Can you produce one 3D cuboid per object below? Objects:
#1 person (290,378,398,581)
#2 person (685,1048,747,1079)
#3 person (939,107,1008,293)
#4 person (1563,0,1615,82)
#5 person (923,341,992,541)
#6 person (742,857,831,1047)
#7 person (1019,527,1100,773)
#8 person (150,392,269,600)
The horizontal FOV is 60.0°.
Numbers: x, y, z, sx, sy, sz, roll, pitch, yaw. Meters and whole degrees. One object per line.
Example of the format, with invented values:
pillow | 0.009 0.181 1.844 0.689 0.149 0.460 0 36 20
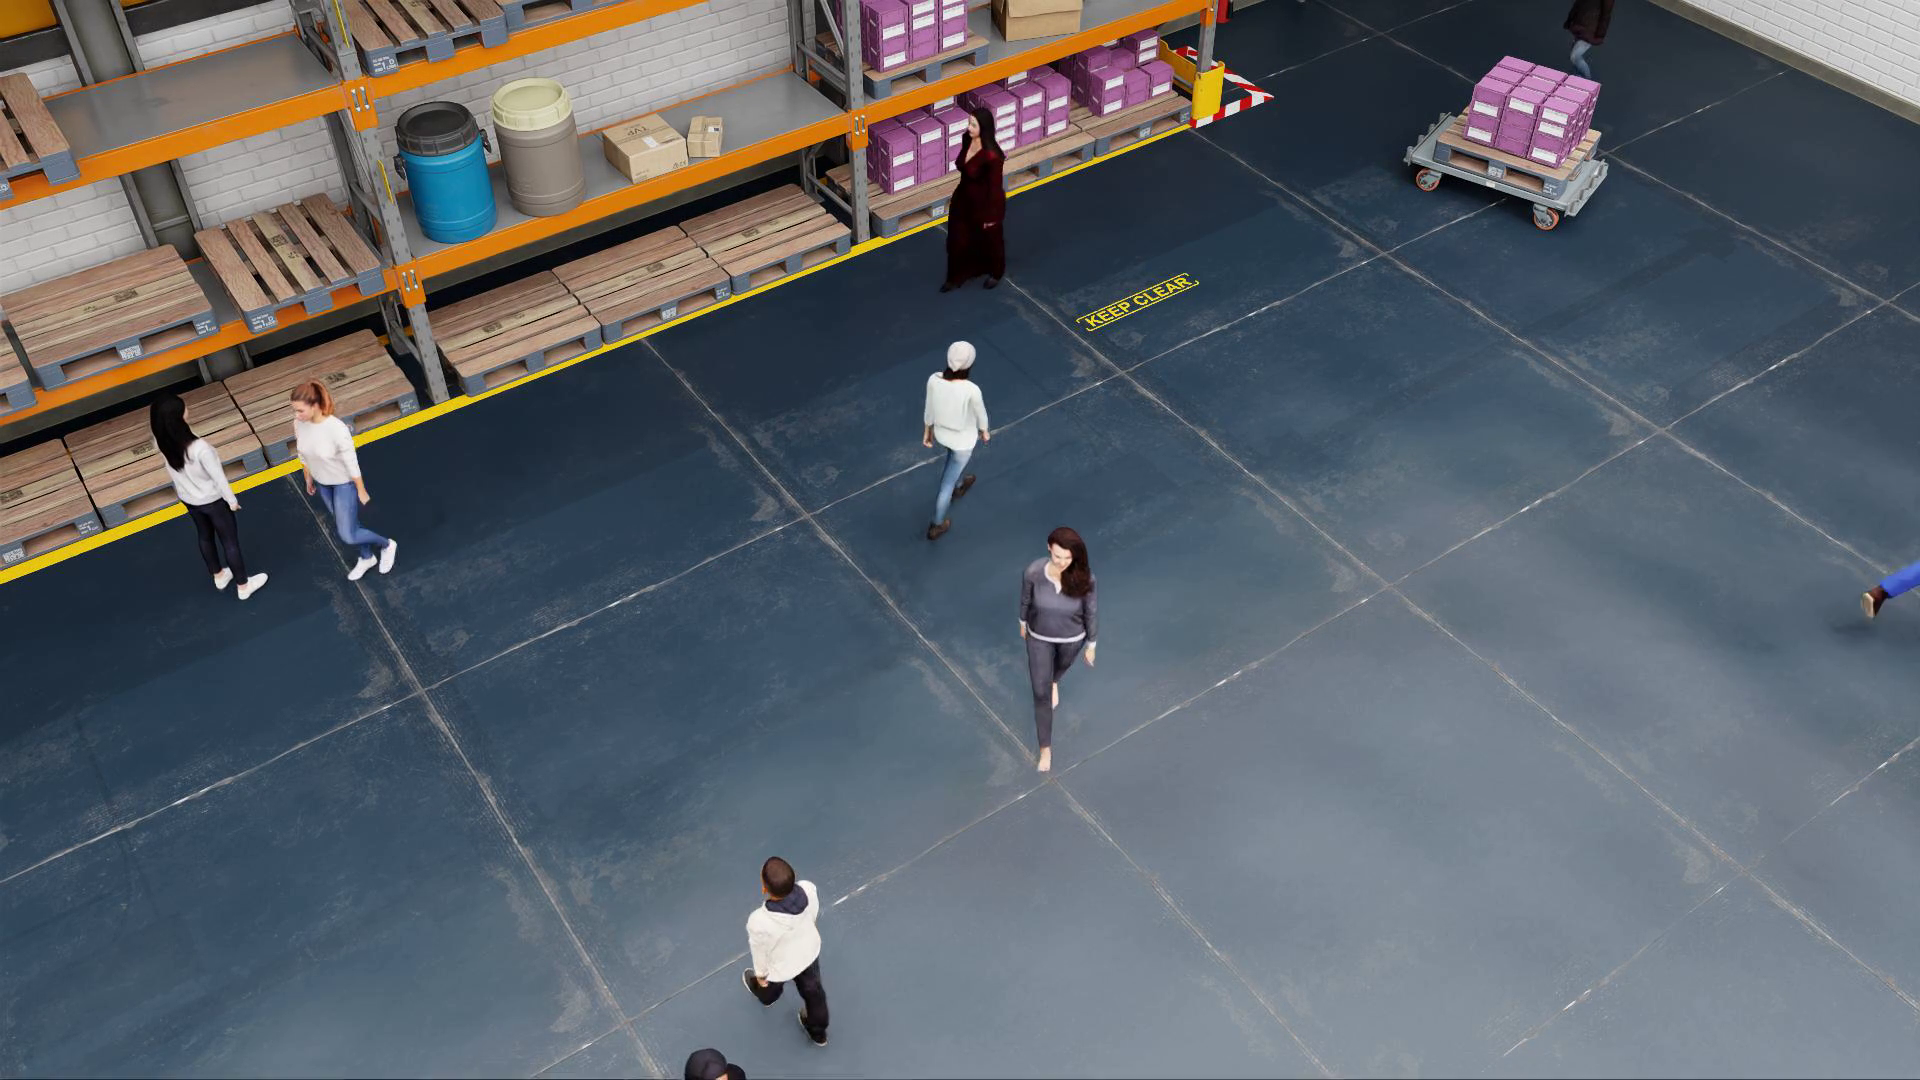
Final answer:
person | -4.190 -0.439 11.358 0.743 1.715 0.781 22 48 21
person | -1.140 2.892 7.934 0.732 1.615 0.615 29 51 27
person | 0.242 -2.837 13.861 0.801 1.735 0.689 -28 50 -26
person | 6.218 -5.044 16.259 0.782 1.623 0.744 -5 44 -5
person | -0.074 -0.657 11.665 0.829 1.607 1.041 22 48 22
person | -0.859 2.228 8.765 0.777 1.431 0.683 -28 50 -26
person | 0.595 0.527 10.341 1.121 1.718 1.091 0 44 0
person | -5.118 -0.300 11.223 0.690 1.700 0.715 15 46 15
